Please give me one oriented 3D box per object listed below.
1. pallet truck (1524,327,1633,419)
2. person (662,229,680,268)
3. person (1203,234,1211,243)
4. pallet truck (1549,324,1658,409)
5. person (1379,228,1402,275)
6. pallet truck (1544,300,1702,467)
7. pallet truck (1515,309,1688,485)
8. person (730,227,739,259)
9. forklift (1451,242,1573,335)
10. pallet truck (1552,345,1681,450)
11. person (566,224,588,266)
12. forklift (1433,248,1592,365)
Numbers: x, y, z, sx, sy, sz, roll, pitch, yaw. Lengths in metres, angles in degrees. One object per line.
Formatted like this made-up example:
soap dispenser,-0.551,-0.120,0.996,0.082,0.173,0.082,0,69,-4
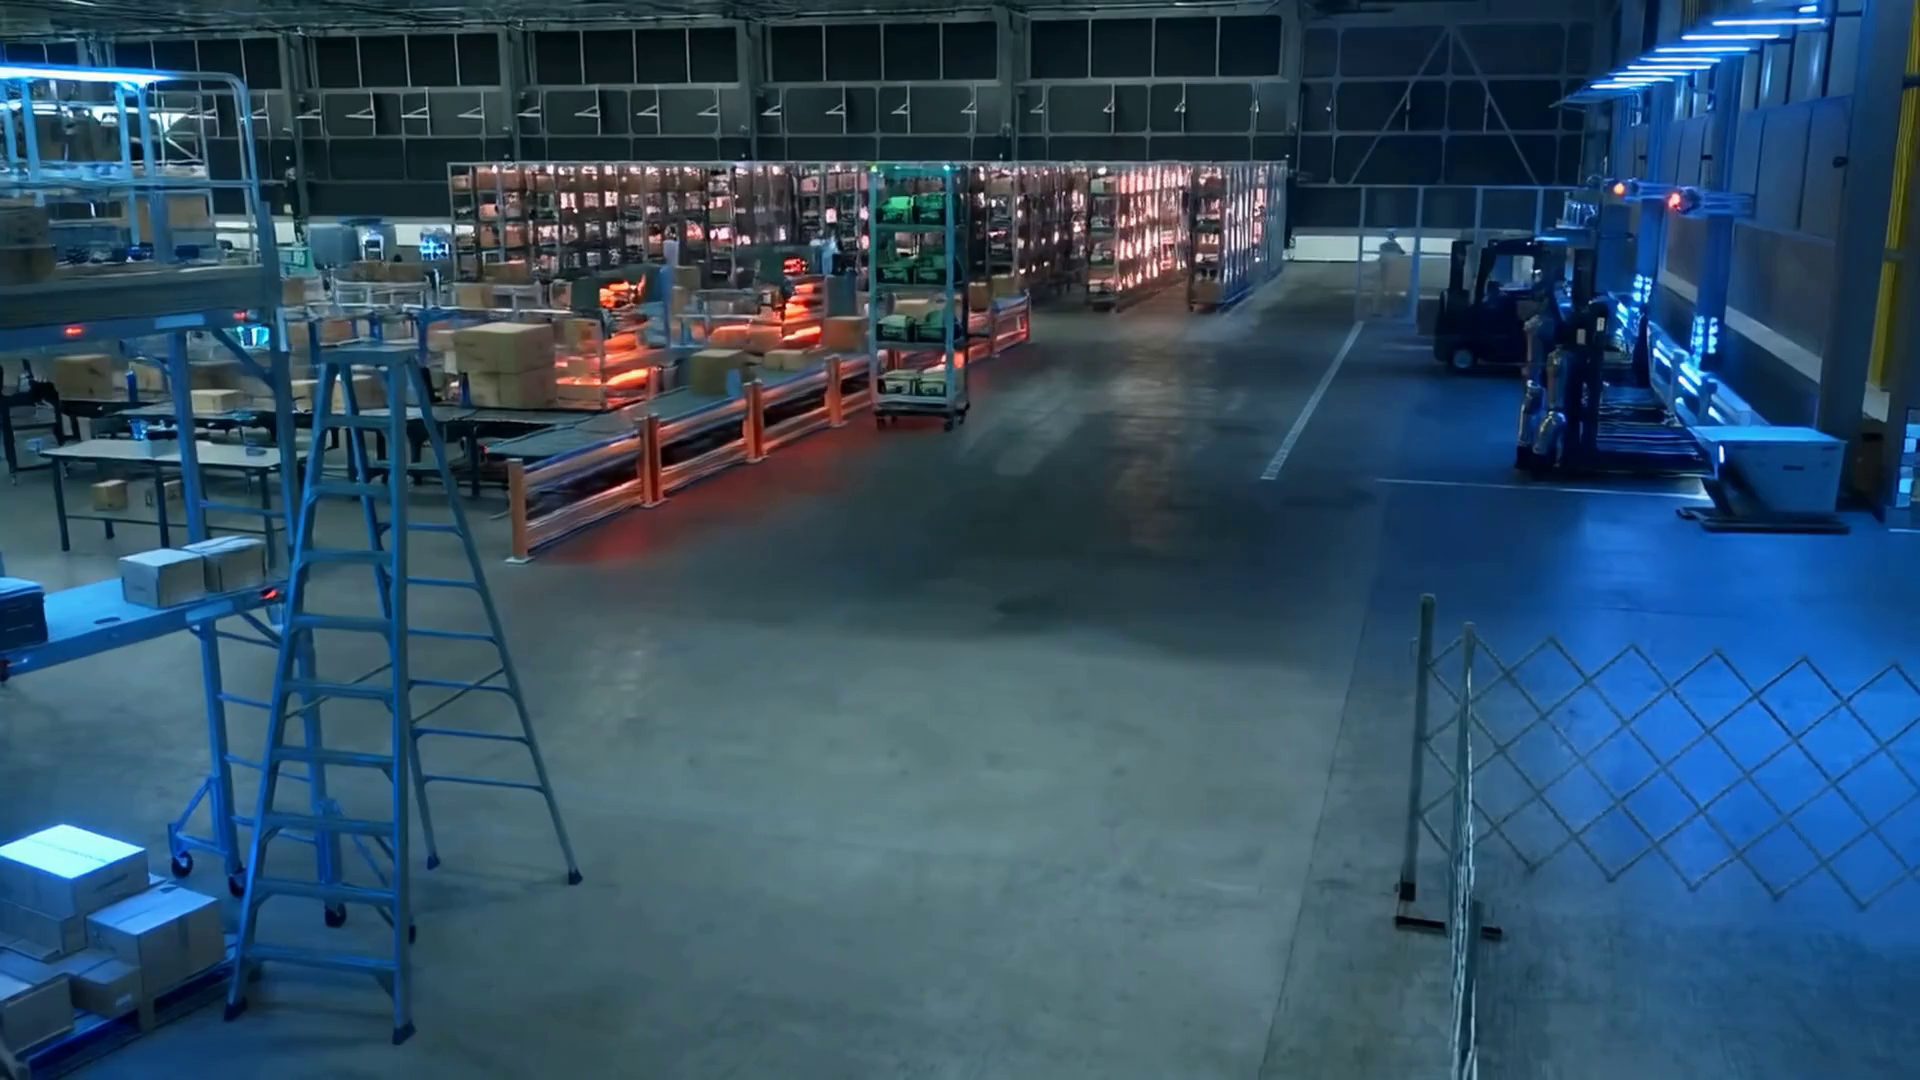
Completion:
pallet truck,9.065,-2.460,24.370,1.522,1.261,0.704,3,13,14
person,-7.460,-7.034,42.796,0.401,1.904,0.640,4,14,18
person,8.547,-10.357,57.427,0.941,1.770,0.597,1,13,3
pallet truck,9.824,-2.669,25.407,1.601,1.201,0.680,4,14,16
person,10.768,-6.818,41.688,0.622,1.978,0.579,10,17,38
pallet truck,8.263,-1.952,20.631,1.885,1.965,0.823,5,14,20
pallet truck,7.554,-1.677,19.446,1.885,1.965,0.823,3,13,14
person,-6.898,-8.879,50.897,0.395,1.839,0.564,4,14,18
forklift,10.464,-4.597,31.405,2.680,1.987,1.157,4,14,16
pallet truck,8.641,-1.896,21.908,1.630,1.274,0.653,4,14,16
person,-12.883,-9.890,55.520,0.748,1.726,0.573,-4,14,-18
forklift,9.780,-4.111,29.280,2.680,1.987,1.157,3,13,14
